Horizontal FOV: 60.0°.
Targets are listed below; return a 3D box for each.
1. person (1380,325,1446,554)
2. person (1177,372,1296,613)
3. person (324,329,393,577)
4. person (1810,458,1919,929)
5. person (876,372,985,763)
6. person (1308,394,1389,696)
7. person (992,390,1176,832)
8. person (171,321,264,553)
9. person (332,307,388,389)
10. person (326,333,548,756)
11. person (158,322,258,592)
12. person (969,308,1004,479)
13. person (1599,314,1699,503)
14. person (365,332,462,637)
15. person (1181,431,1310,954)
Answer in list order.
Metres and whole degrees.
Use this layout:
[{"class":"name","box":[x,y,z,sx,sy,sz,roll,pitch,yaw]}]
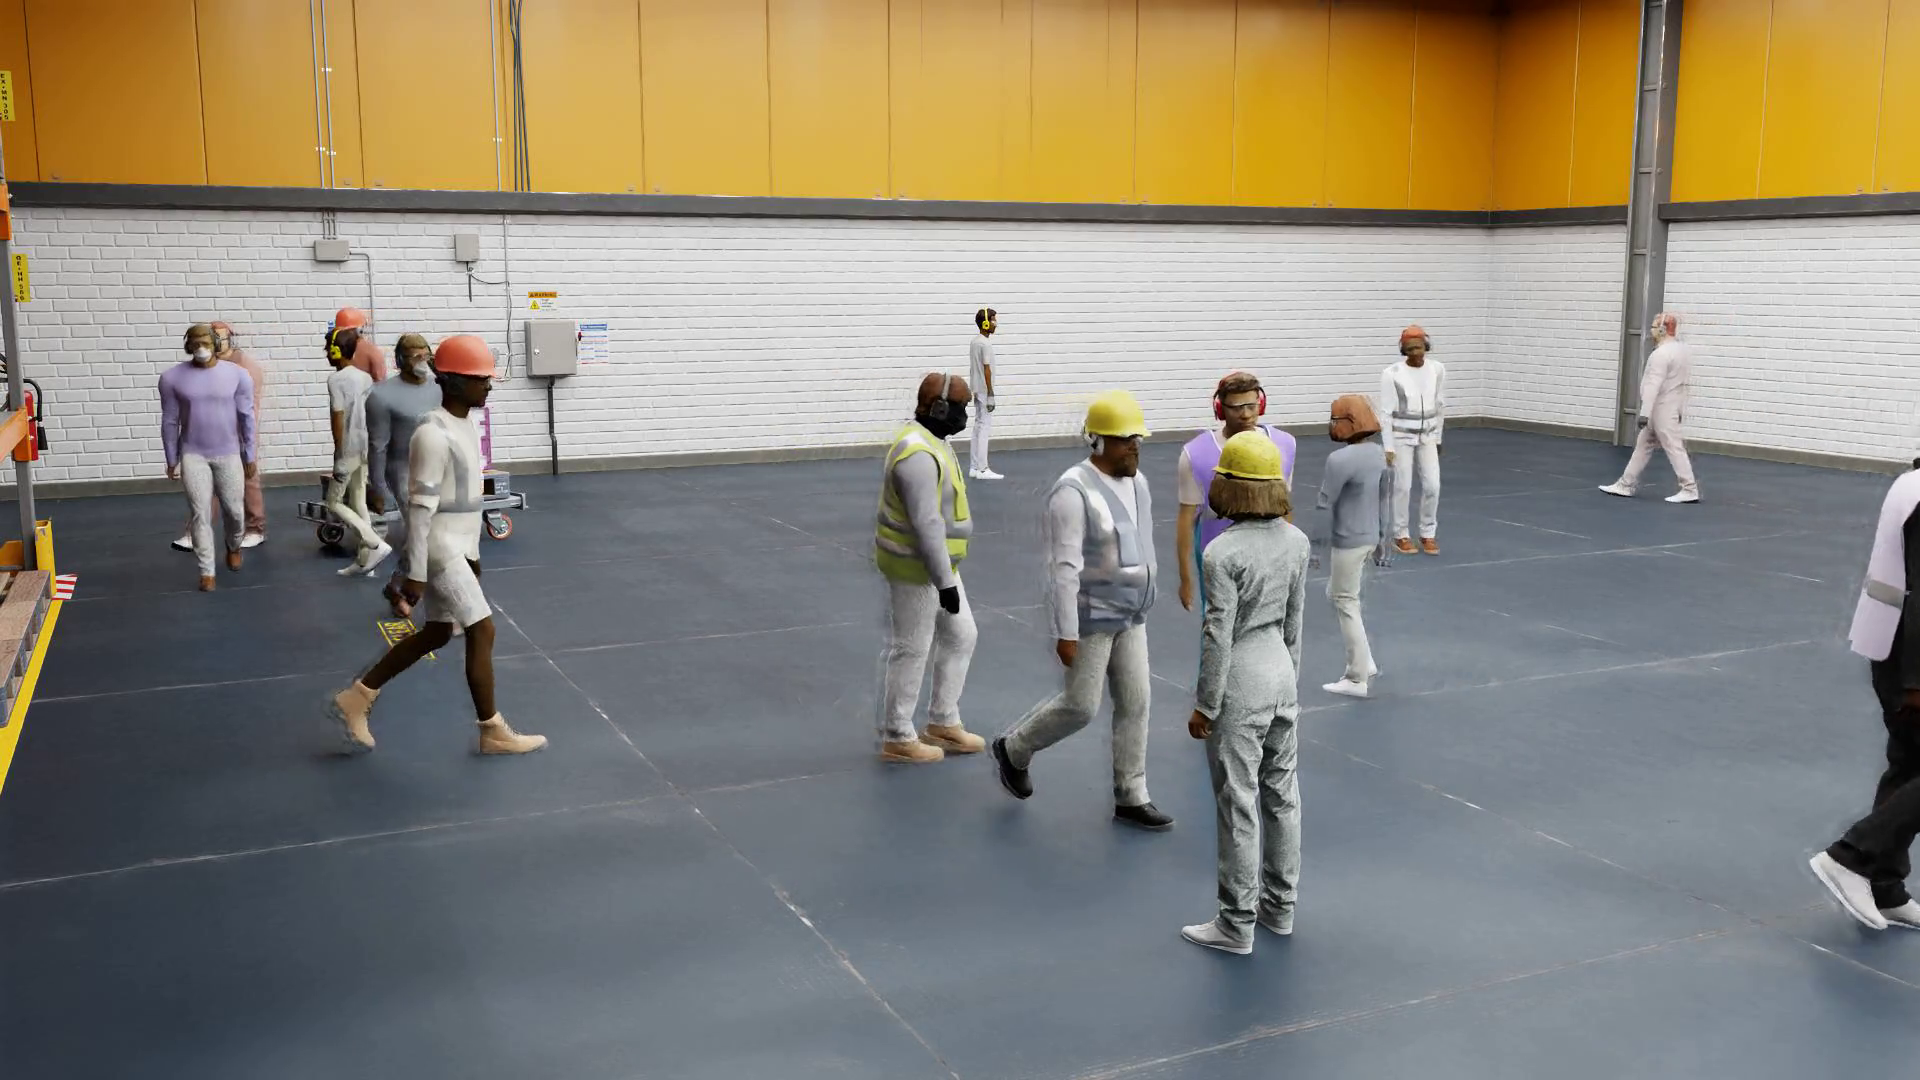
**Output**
[{"class":"person","box":[3.591,-0.787,13.262,0.611,1.846,0.537,-2,9,-11]},{"class":"person","box":[1.285,0.124,7.708,0.610,1.812,0.467,-2,9,-11]},{"class":"person","box":[-4.463,-0.625,12.239,0.441,1.849,0.556,2,9,14]},{"class":"person","box":[3.271,0.412,5.665,0.442,1.896,0.624,4,10,23]},{"class":"person","box":[-0.092,0.141,7.605,0.623,1.815,0.642,1,9,7]},{"class":"person","box":[2.072,0.032,8.886,0.368,1.617,0.503,7,12,38]},{"class":"person","box":[0.512,0.279,6.814,0.760,1.805,0.596,7,12,37]},{"class":"person","box":[-5.971,-0.814,13.382,0.655,1.865,0.960,2,9,10]},{"class":"person","box":[-5.372,-1.145,15.139,0.639,1.961,0.843,7,11,36]},{"class":"person","box":[-2.468,0.040,7.699,0.962,2.004,0.596,-1,9,-5]},{"class":"person","box":[-5.392,-0.612,11.983,0.632,1.924,0.636,-4,10,-21]},{"class":"person","box":[0.275,-1.601,18.245,0.315,1.869,0.534,-3,10,-17]},{"class":"person","box":[6.889,-1.301,16.436,0.986,1.851,0.664,6,11,35]},{"class":"person","box":[-3.481,-0.376,10.585,0.970,1.906,0.636,7,11,37]},{"class":"person","box":[0.951,0.505,5.569,0.484,1.744,0.296,-8,12,-40]}]
